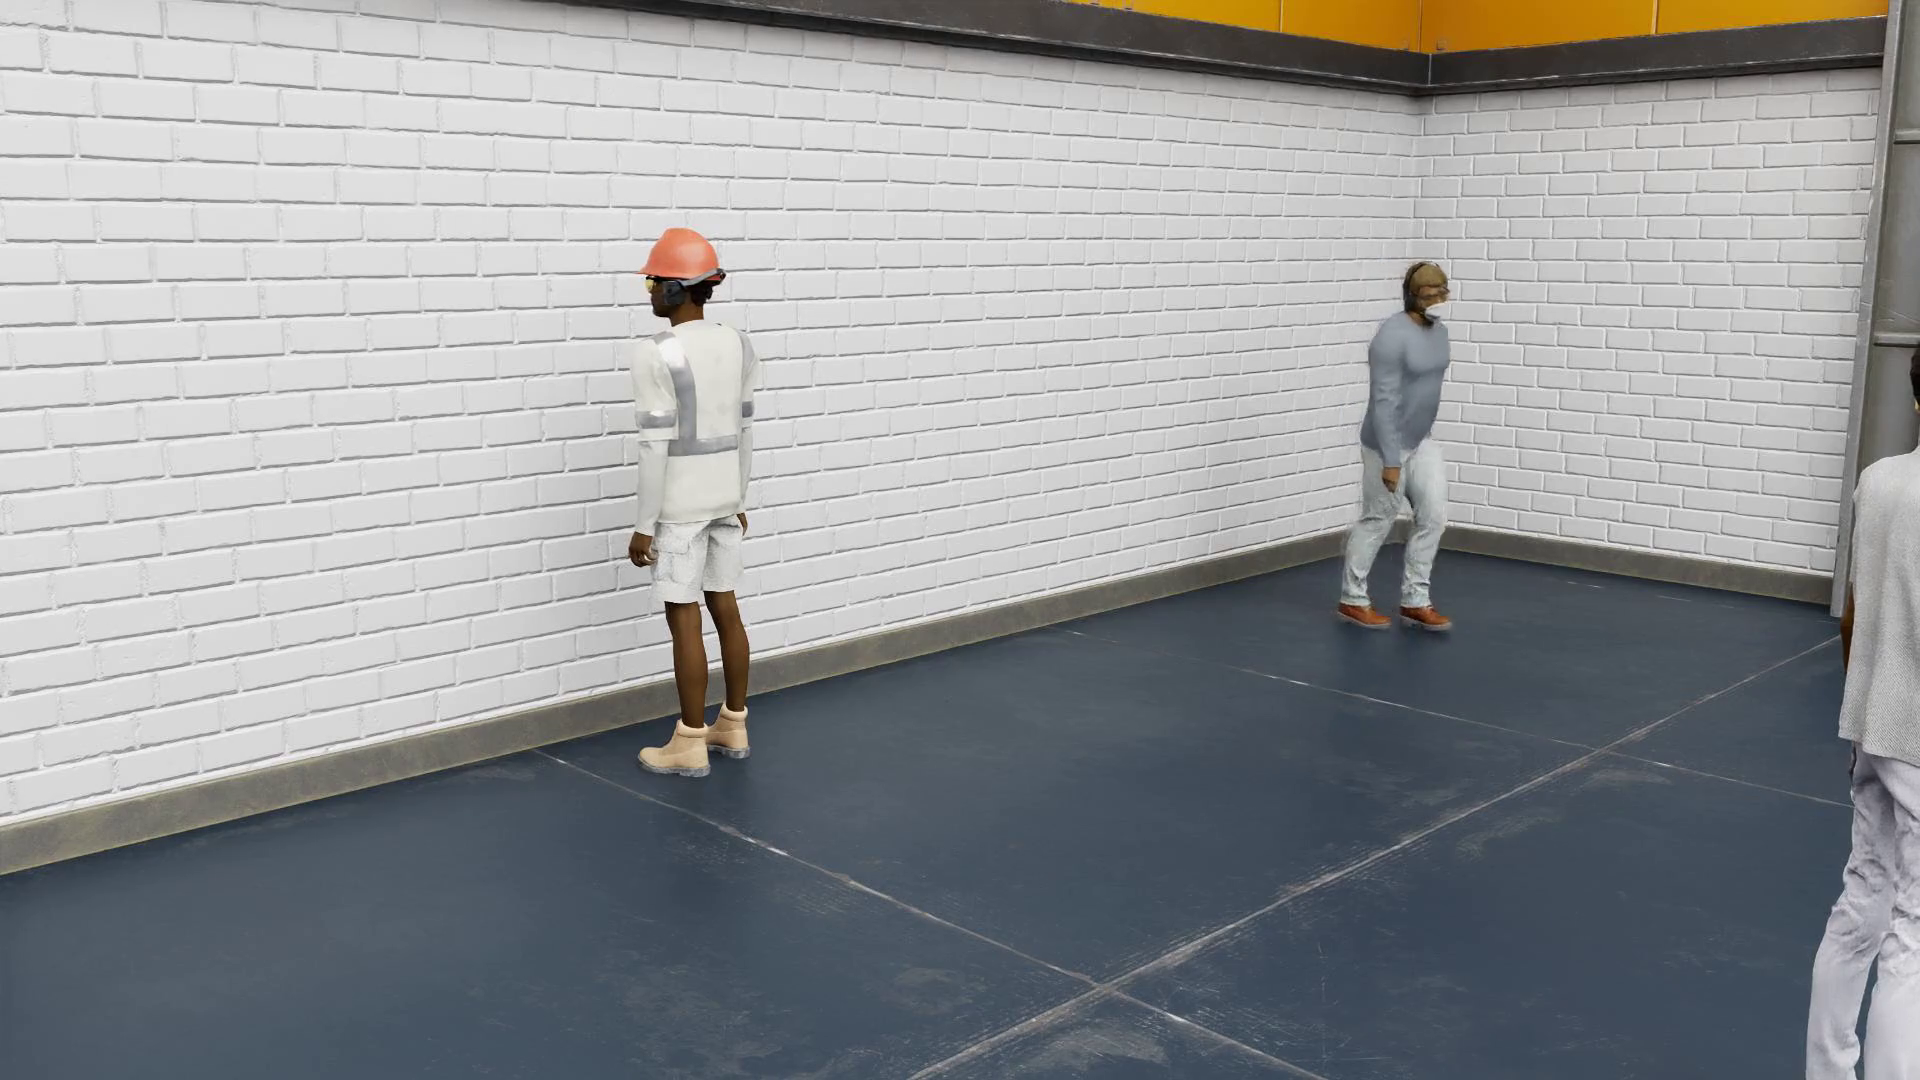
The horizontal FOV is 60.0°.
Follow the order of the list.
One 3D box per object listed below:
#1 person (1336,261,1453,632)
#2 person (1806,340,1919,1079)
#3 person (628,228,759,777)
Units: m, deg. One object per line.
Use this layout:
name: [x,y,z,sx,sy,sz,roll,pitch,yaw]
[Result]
person: [2.220,-0.450,8.385,0.646,1.892,0.731,-9,14,-40]
person: [2.045,0.461,3.516,0.329,1.865,0.508,0,10,1]
person: [-1.015,-0.134,6.258,0.368,2.048,0.607,6,12,31]
